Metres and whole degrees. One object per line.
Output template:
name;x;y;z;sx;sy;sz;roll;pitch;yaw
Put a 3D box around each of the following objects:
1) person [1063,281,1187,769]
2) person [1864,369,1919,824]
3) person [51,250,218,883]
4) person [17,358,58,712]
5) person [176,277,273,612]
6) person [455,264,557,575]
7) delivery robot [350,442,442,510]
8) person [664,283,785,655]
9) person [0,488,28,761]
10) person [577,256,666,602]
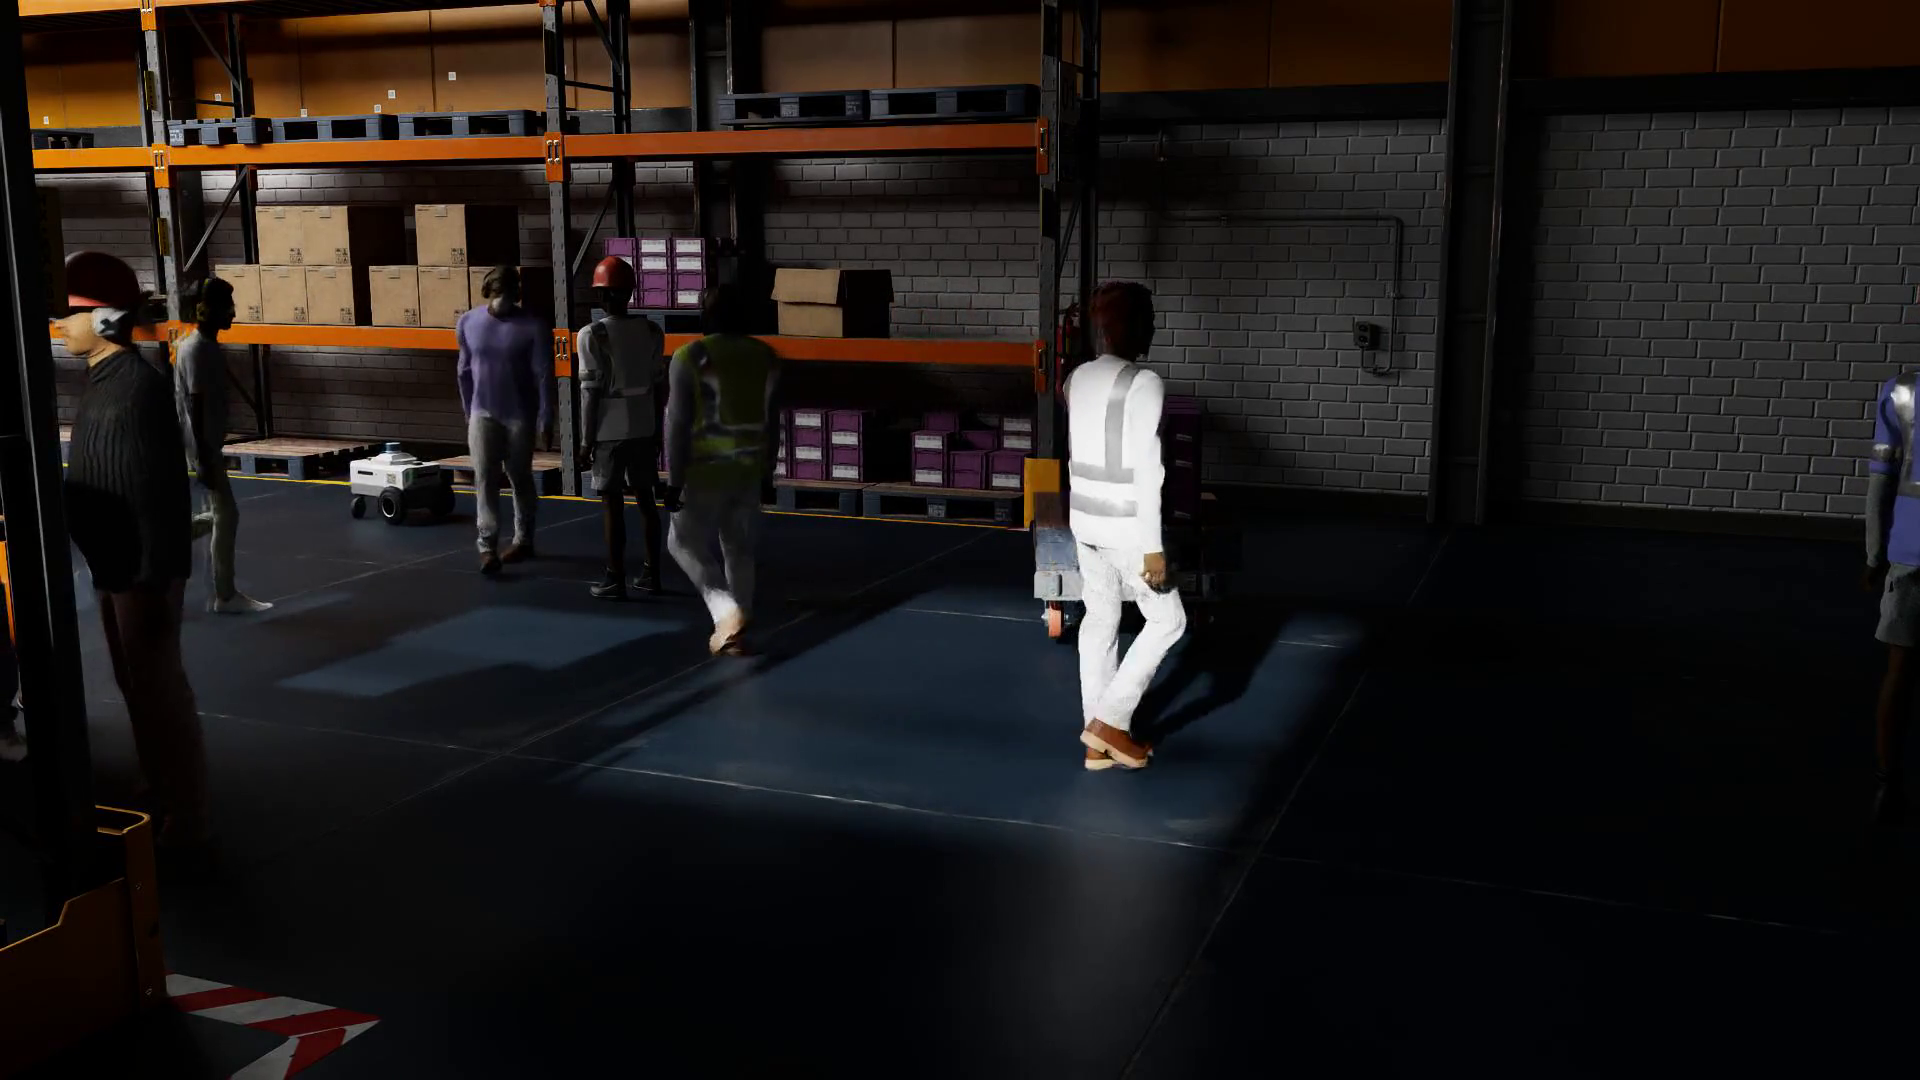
person;0.617;-0.034;6.308;0.413;1.872;0.602;-6;12;-29
person;3.406;0.046;5.697;0.552;1.932;0.377;9;14;42
person;-2.643;0.092;5.278;0.395;1.991;0.622;-8;13;-38
person;-4.022;-0.167;6.877;0.372;1.940;0.630;5;11;27
person;-4.157;-0.491;8.988;0.654;1.839;0.515;-3;11;-16
person;-2.775;-0.729;10.156;0.649;1.881;0.960;1;10;3
delivery robot;-4.129;-0.471;12.163;0.707;0.478;0.477;7;12;34
person;-1.148;-0.318;8.022;0.655;1.827;0.445;-9;14;-42
person;-3.889;-0.063;6.490;0.556;1.879;0.655;8;13;36
person;-1.917;-0.619;9.397;0.544;1.939;0.354;-10;14;-43
